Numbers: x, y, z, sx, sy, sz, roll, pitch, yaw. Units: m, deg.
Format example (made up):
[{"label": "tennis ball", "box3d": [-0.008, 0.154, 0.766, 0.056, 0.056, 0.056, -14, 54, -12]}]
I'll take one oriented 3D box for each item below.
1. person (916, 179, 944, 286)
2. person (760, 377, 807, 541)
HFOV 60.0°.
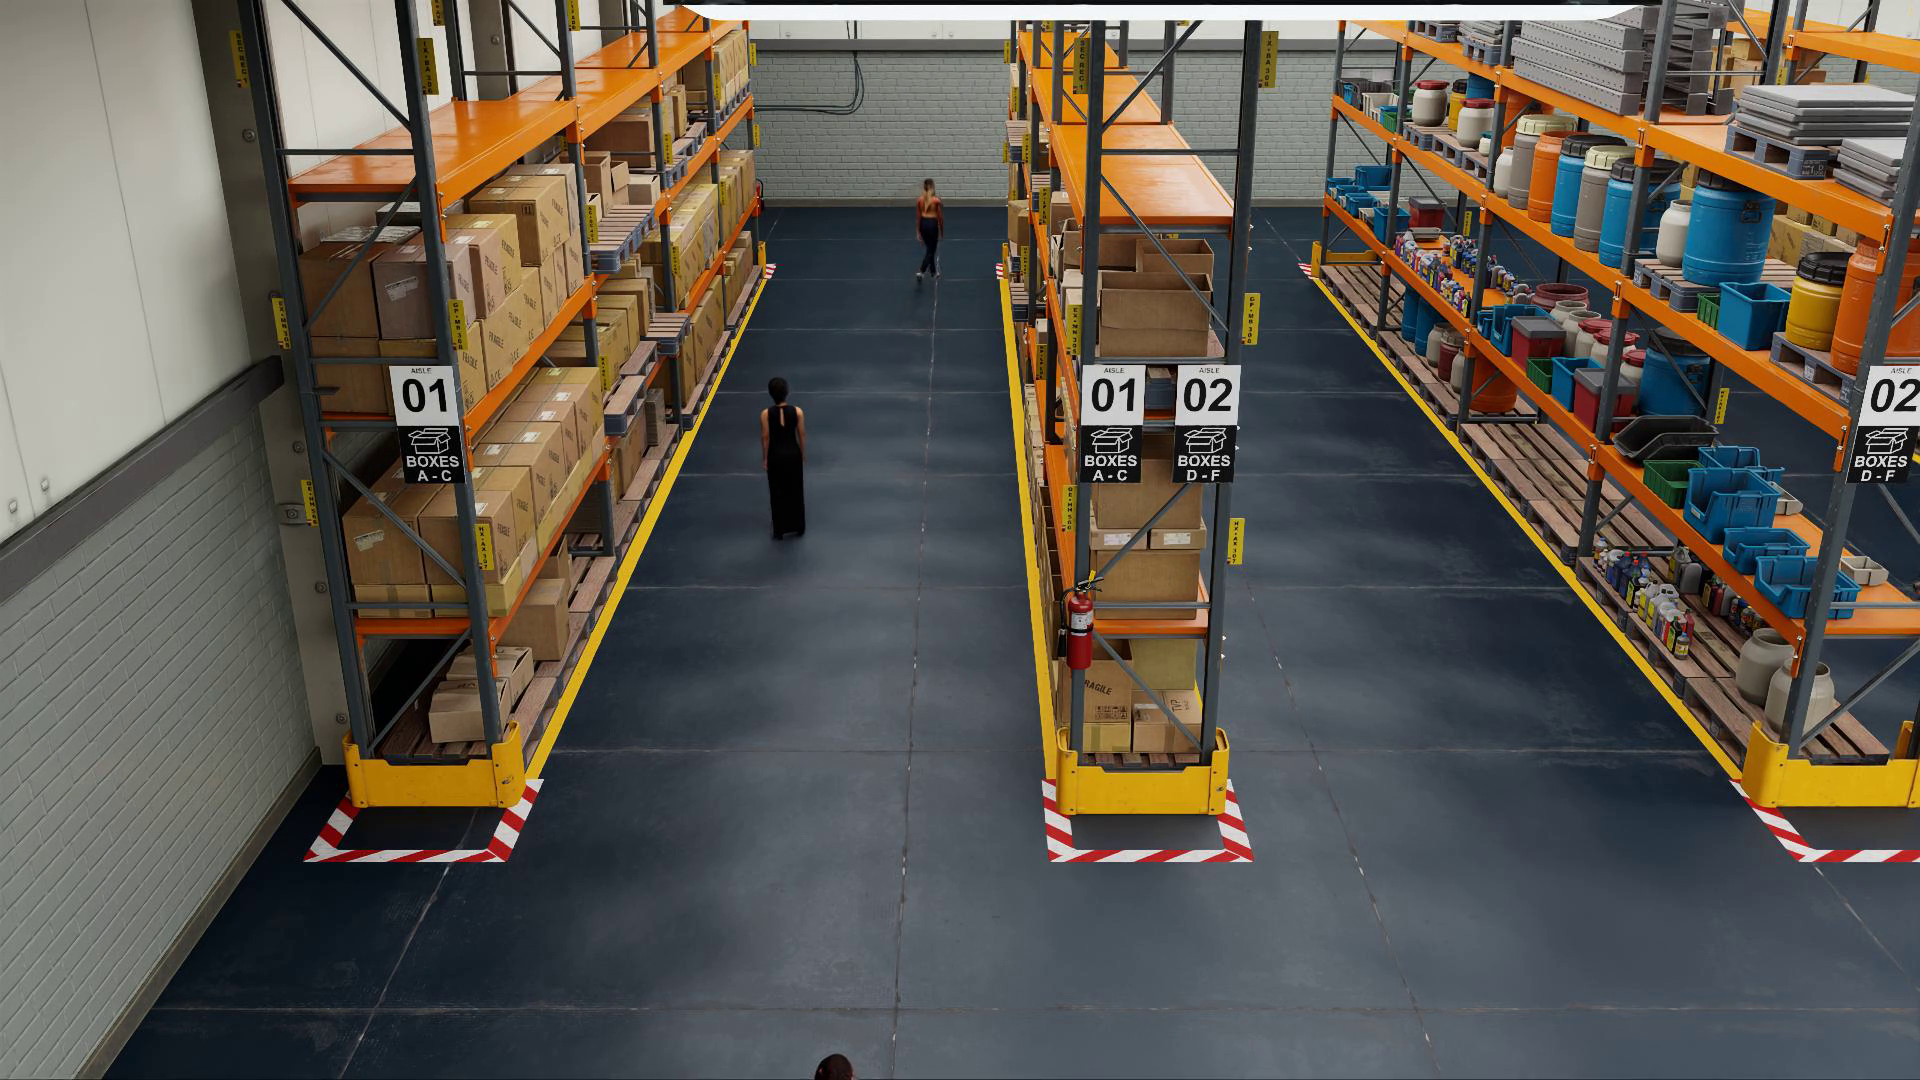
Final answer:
[{"label": "person", "box3d": [-0.502, -4.707, 25.593, 0.863, 1.597, 1.176, 10, 24, 23]}, {"label": "person", "box3d": [-1.693, -0.778, 15.981, 0.638, 1.602, 0.611, -6, 23, -15]}]
